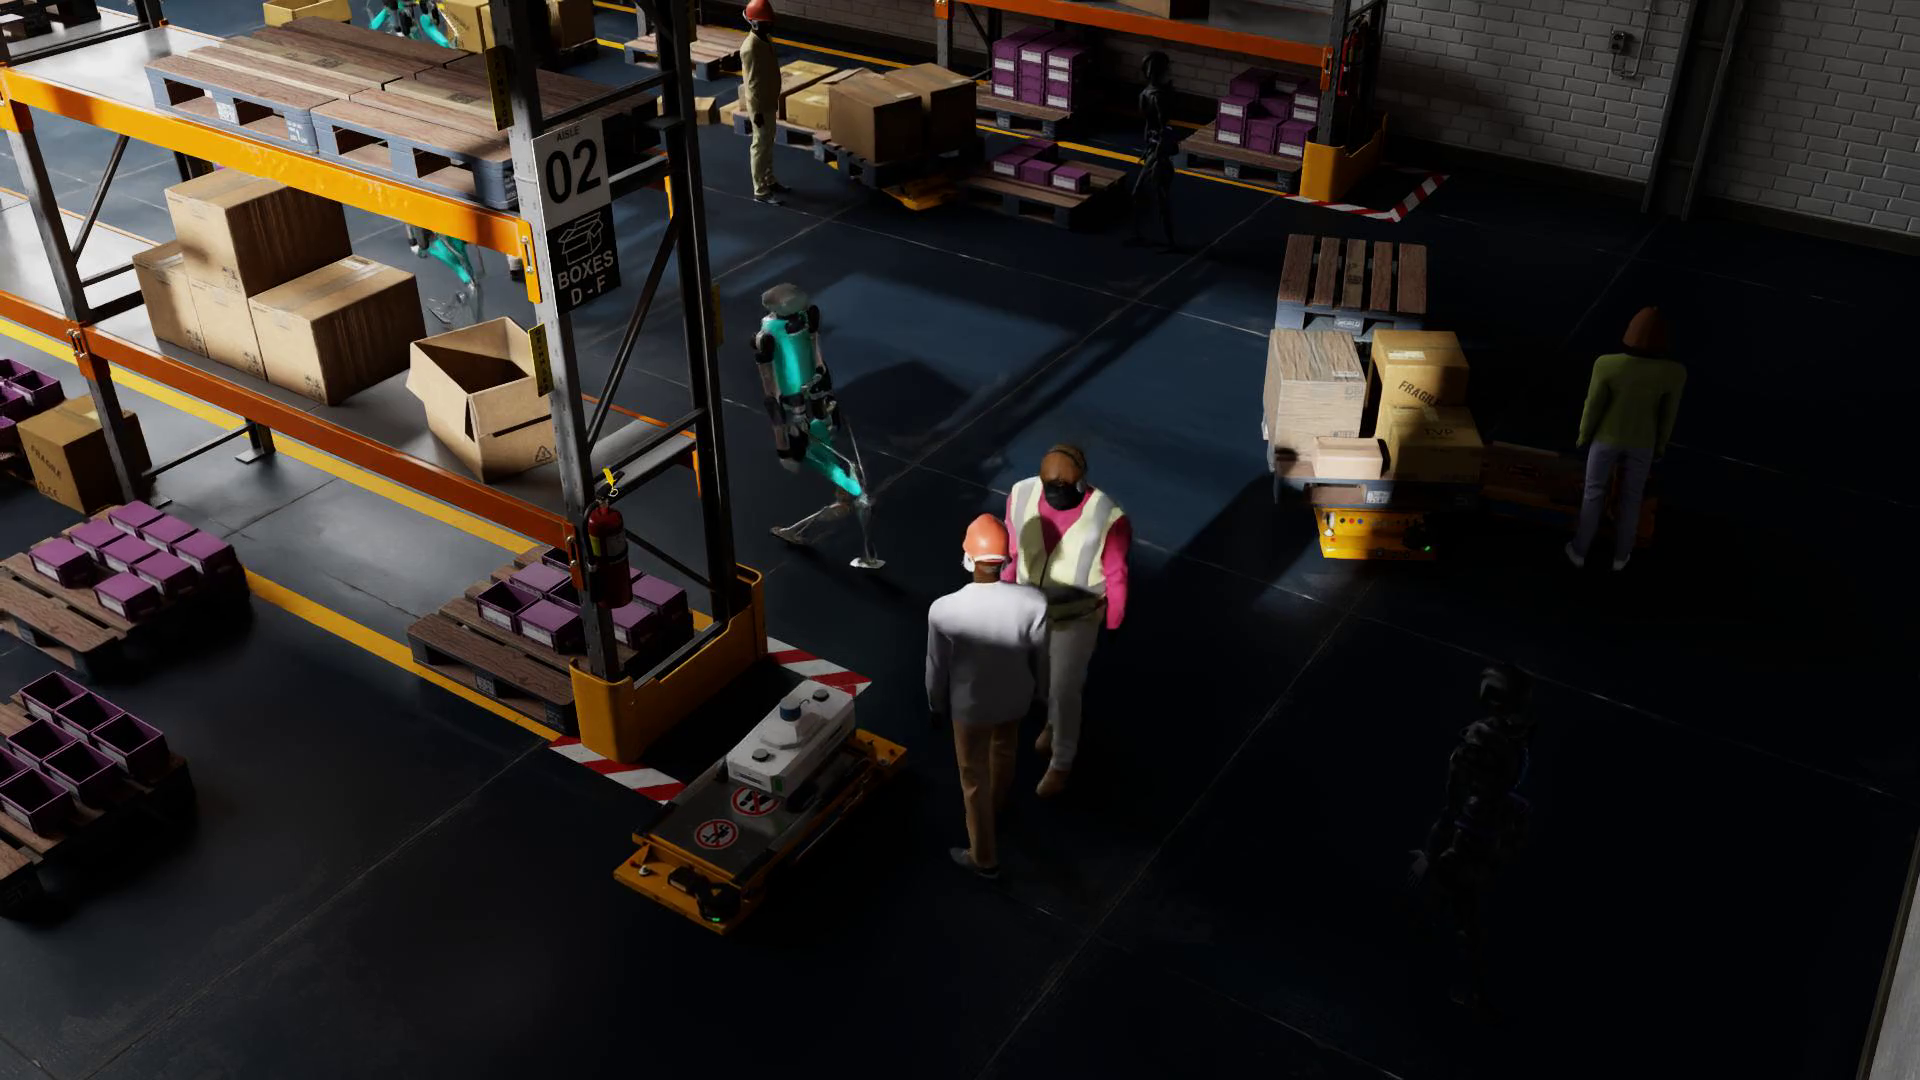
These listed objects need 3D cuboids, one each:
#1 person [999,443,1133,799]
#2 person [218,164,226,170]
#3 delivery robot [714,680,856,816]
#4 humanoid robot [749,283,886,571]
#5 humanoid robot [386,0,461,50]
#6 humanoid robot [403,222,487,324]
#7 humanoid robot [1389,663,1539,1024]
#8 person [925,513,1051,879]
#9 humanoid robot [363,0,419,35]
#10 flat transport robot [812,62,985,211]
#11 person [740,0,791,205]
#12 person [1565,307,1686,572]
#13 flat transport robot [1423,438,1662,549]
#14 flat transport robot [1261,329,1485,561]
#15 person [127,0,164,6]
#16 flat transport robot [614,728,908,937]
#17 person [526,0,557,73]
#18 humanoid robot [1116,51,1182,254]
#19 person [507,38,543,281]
[{"bbox_3d":[0.421,0.371,7.883,0.634,1.820,0.736,20,38,28],"label":"person"},{"bbox_3d":[-5.166,-2.534,12.321,0.513,1.848,0.336,-15,36,-21],"label":"person"},{"bbox_3d":[-0.812,1.011,8.029,0.499,0.564,0.737,17,37,24],"label":"delivery robot"},{"bbox_3d":[-0.692,-0.559,9.430,1.028,1.757,0.531,18,37,25],"label":"humanoid robot"},{"bbox_3d":[-5.212,-5.020,16.287,0.745,1.831,0.554,23,40,31],"label":"humanoid robot"},{"bbox_3d":[-3.625,-2.187,11.888,0.959,1.735,0.548,25,41,33],"label":"humanoid robot"},{"bbox_3d":[2.049,1.183,6.783,0.591,1.637,0.710,-23,40,-31],"label":"humanoid robot"},{"bbox_3d":[0.125,0.696,7.492,0.567,1.711,0.651,-11,35,-16],"label":"person"},{"bbox_3d":[-5.936,-5.648,17.245,0.684,1.832,0.537,11,35,17],"label":"humanoid robot"},{"bbox_3d":[-0.543,-3.325,14.984,0.659,0.231,1.431,-22,39,-30],"label":"flat transport robot"},{"bbox_3d":[-1.677,-3.784,14.326,0.328,1.750,0.568,5,33,8],"label":"person"},{"bbox_3d":[3.773,-0.561,9.482,0.500,1.631,0.284,9,34,13],"label":"person"},{"bbox_3d":[3.583,-0.320,10.366,1.431,0.231,0.659,13,35,19],"label":"flat transport robot"},{"bbox_3d":[2.520,-0.335,10.388,0.659,0.231,1.431,2,33,3],"label":"flat transport robot"},{"bbox_3d":[-9.824,-7.242,19.636,0.762,1.759,0.417,-9,34,-14],"label":"person"},{"bbox_3d":[-0.920,1.268,7.925,0.659,0.231,1.431,20,38,27],"label":"flat transport robot"},{"bbox_3d":[-3.871,-4.261,14.907,0.689,1.917,0.516,28,42,36],"label":"person"},{"bbox_3d":[1.568,-3.092,13.345,0.534,1.641,0.593,-2,33,-3],"label":"humanoid robot"},{"bbox_3d":[-3.402,-2.942,12.909,0.672,1.896,0.481,12,35,18],"label":"person"}]
